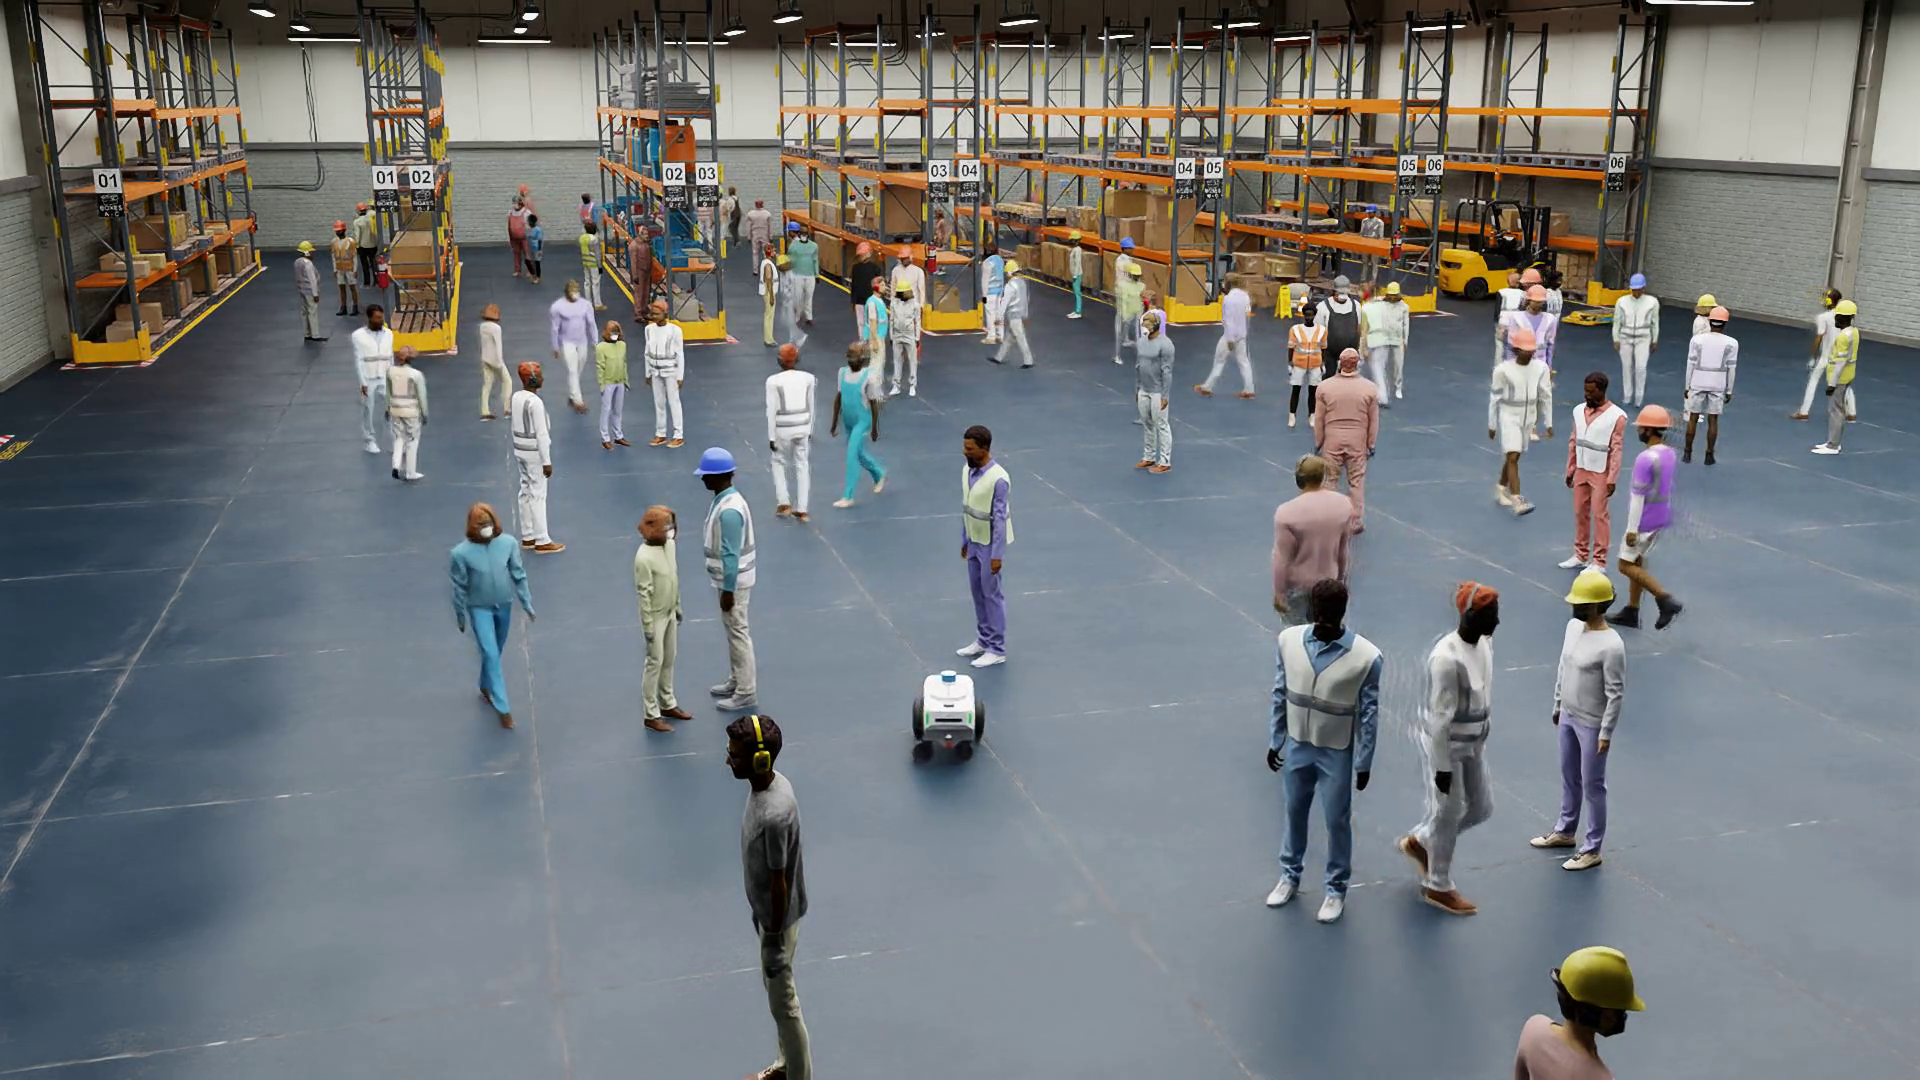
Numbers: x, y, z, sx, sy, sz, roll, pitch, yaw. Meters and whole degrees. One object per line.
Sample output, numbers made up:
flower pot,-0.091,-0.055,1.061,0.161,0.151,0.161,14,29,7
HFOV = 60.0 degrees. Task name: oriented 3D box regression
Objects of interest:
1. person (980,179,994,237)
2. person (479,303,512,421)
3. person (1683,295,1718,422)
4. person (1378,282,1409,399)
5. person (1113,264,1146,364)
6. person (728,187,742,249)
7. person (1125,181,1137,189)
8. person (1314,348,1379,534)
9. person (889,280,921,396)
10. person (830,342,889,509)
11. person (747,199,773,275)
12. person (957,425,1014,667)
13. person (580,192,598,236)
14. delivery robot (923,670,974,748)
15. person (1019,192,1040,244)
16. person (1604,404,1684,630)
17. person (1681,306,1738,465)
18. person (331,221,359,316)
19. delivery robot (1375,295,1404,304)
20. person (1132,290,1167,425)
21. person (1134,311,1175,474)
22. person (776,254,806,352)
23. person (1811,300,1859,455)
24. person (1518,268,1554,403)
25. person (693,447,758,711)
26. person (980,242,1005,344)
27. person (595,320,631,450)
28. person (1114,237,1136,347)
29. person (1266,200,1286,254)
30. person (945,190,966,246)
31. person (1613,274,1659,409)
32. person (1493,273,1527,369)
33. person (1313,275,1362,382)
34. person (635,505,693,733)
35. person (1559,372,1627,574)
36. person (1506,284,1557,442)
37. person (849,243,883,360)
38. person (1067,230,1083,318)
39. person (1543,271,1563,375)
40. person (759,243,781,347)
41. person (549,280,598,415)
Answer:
person,0.893,-10.668,53.274,0.542,1.939,0.361,-1,15,-3
person,-6.402,-2.476,23.067,0.521,1.603,0.676,13,20,41
person,10.227,-2.517,22.977,0.294,1.744,0.486,7,17,26
person,6.392,-2.957,24.663,0.491,1.730,0.324,3,15,10
person,2.862,-3.732,27.619,0.525,1.714,0.939,-8,17,-28
person,-6.628,-9.510,49.139,0.616,1.830,0.531,13,19,40
person,5.452,-10.928,54.279,0.621,1.921,0.570,-1,15,-4
person,3.931,-1.005,16.966,0.641,1.913,0.407,4,15,14
person,-0.834,-3.027,24.911,0.483,1.738,0.312,4,15,15
person,-1.081,-1.290,18.238,0.522,1.815,0.846,12,19,39
person,-5.031,-7.621,41.871,0.655,1.905,0.407,-1,15,-6
person,0.190,0.033,13.079,0.412,1.908,0.593,-8,17,-27
person,-10.303,-8.734,46.222,0.668,1.822,0.436,8,17,29
delivery robot,-0.078,1.133,11.342,0.477,0.478,0.707,0,15,-1
person,2.173,-9.993,50.922,0.663,1.853,1.011,-6,16,-22
person,5.733,-0.162,13.780,0.556,1.917,0.601,-14,21,-43
person,9.109,-1.873,20.222,0.548,1.924,0.395,7,16,25
person,-12.592,-5.558,34.048,0.547,1.938,0.379,3,15,11
delivery robot,8.684,-4.789,33.625,0.477,0.478,0.707,-3,15,-11
person,2.605,-2.480,22.660,0.389,1.837,0.563,11,18,35
person,2.296,-1.754,19.764,0.373,1.932,0.628,-9,17,-30
person,-2.954,-4.154,29.187,0.532,1.715,0.544,-11,18,-35
person,10.968,-2.026,20.779,0.362,1.928,0.587,11,18,35
person,8.181,-2.868,23.768,0.709,2.025,0.610,-1,15,-4
person,-1.697,0.275,12.114,0.421,1.938,0.604,-4,15,-14
person,0.572,-4.483,30.235,0.432,1.831,0.627,9,18,32
person,-4.406,-1.980,21.168,0.289,1.633,0.500,11,18,35
person,2.959,-4.454,29.876,0.384,1.948,0.605,6,16,20
person,8.432,-8.193,44.390,0.555,1.714,0.930,-1,15,-5
person,-0.108,-9.650,49.909,0.854,1.708,0.582,7,16,25
person,9.697,-2.854,23.920,0.609,1.907,0.852,8,17,27
person,8.920,-3.532,27.031,0.540,1.607,0.686,1,15,4
person,5.201,-2.632,22.841,0.685,2.000,0.535,-3,15,-10
person,-2.102,0.543,11.695,0.291,1.625,0.507,4,16,16
person,5.932,-0.630,15.569,0.405,1.908,0.599,-7,17,-26
person,7.366,-2.275,21.491,0.606,2.046,0.369,1,15,2
person,-1.631,-4.055,28.328,0.674,1.979,0.503,8,17,27
person,2.334,-5.382,33.712,0.306,1.772,0.525,0,15,0
person,9.458,-3.475,26.689,0.536,1.692,0.319,-14,21,-43
person,-3.418,-4.392,29.836,0.379,1.844,0.570,-3,15,-10
person,-5.489,-2.771,23.707,0.638,1.881,1.037,-12,19,-37
